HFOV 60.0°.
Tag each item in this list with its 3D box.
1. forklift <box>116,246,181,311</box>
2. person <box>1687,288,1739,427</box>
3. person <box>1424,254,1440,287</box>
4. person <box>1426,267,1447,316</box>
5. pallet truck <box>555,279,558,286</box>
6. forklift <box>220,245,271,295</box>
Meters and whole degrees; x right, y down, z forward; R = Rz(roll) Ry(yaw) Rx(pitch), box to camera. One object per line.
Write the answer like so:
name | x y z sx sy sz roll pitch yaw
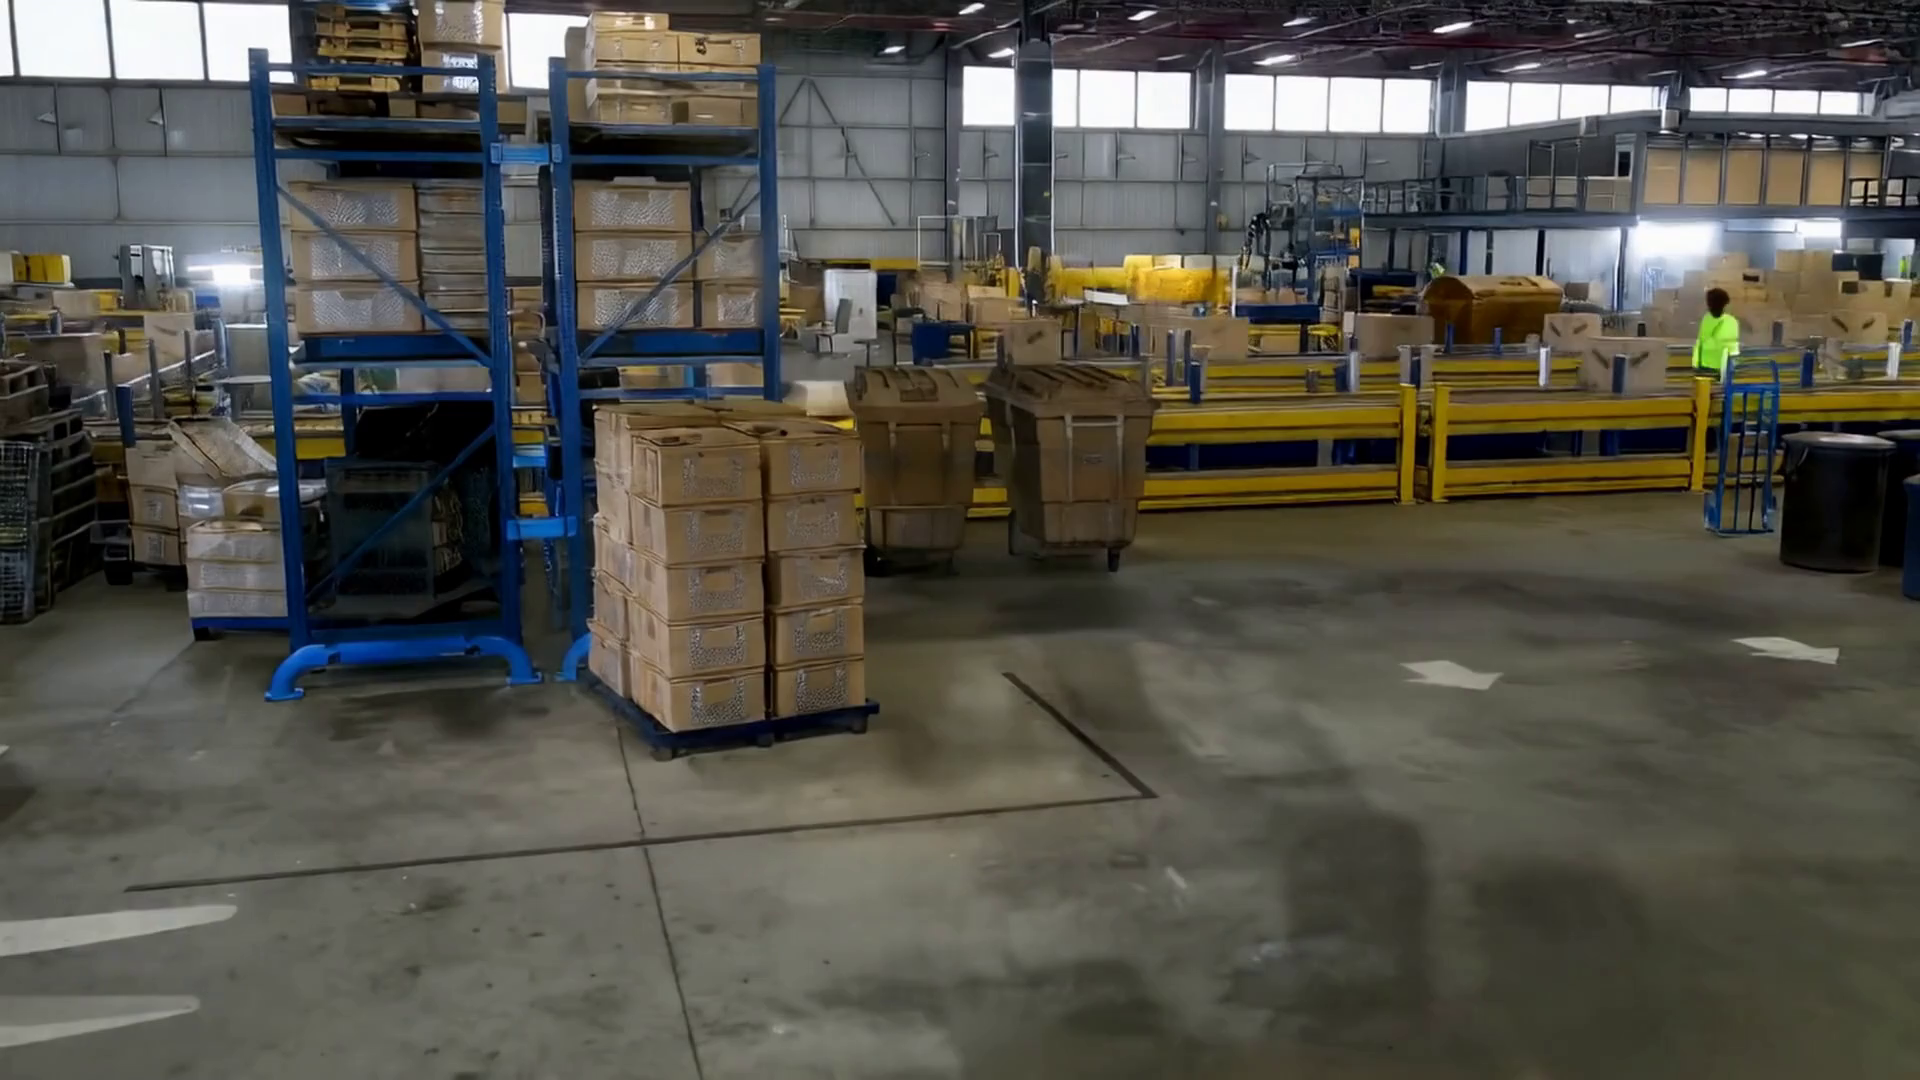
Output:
forklift | -19.966 -6.232 40.894 1.157 1.987 2.680 -3 10 -15
person | 8.136 -1.879 18.006 0.439 1.682 0.539 -2 10 -12
person | 17.007 -9.343 59.793 0.585 1.852 0.926 -3 10 -16
person | 8.821 -4.158 30.682 0.527 1.752 0.612 -1 10 -7
pallet truck | -10.604 -6.375 44.520 0.653 1.274 1.630 -3 10 -15
forklift | -17.749 -6.334 41.440 1.157 1.987 2.680 -3 10 -17
